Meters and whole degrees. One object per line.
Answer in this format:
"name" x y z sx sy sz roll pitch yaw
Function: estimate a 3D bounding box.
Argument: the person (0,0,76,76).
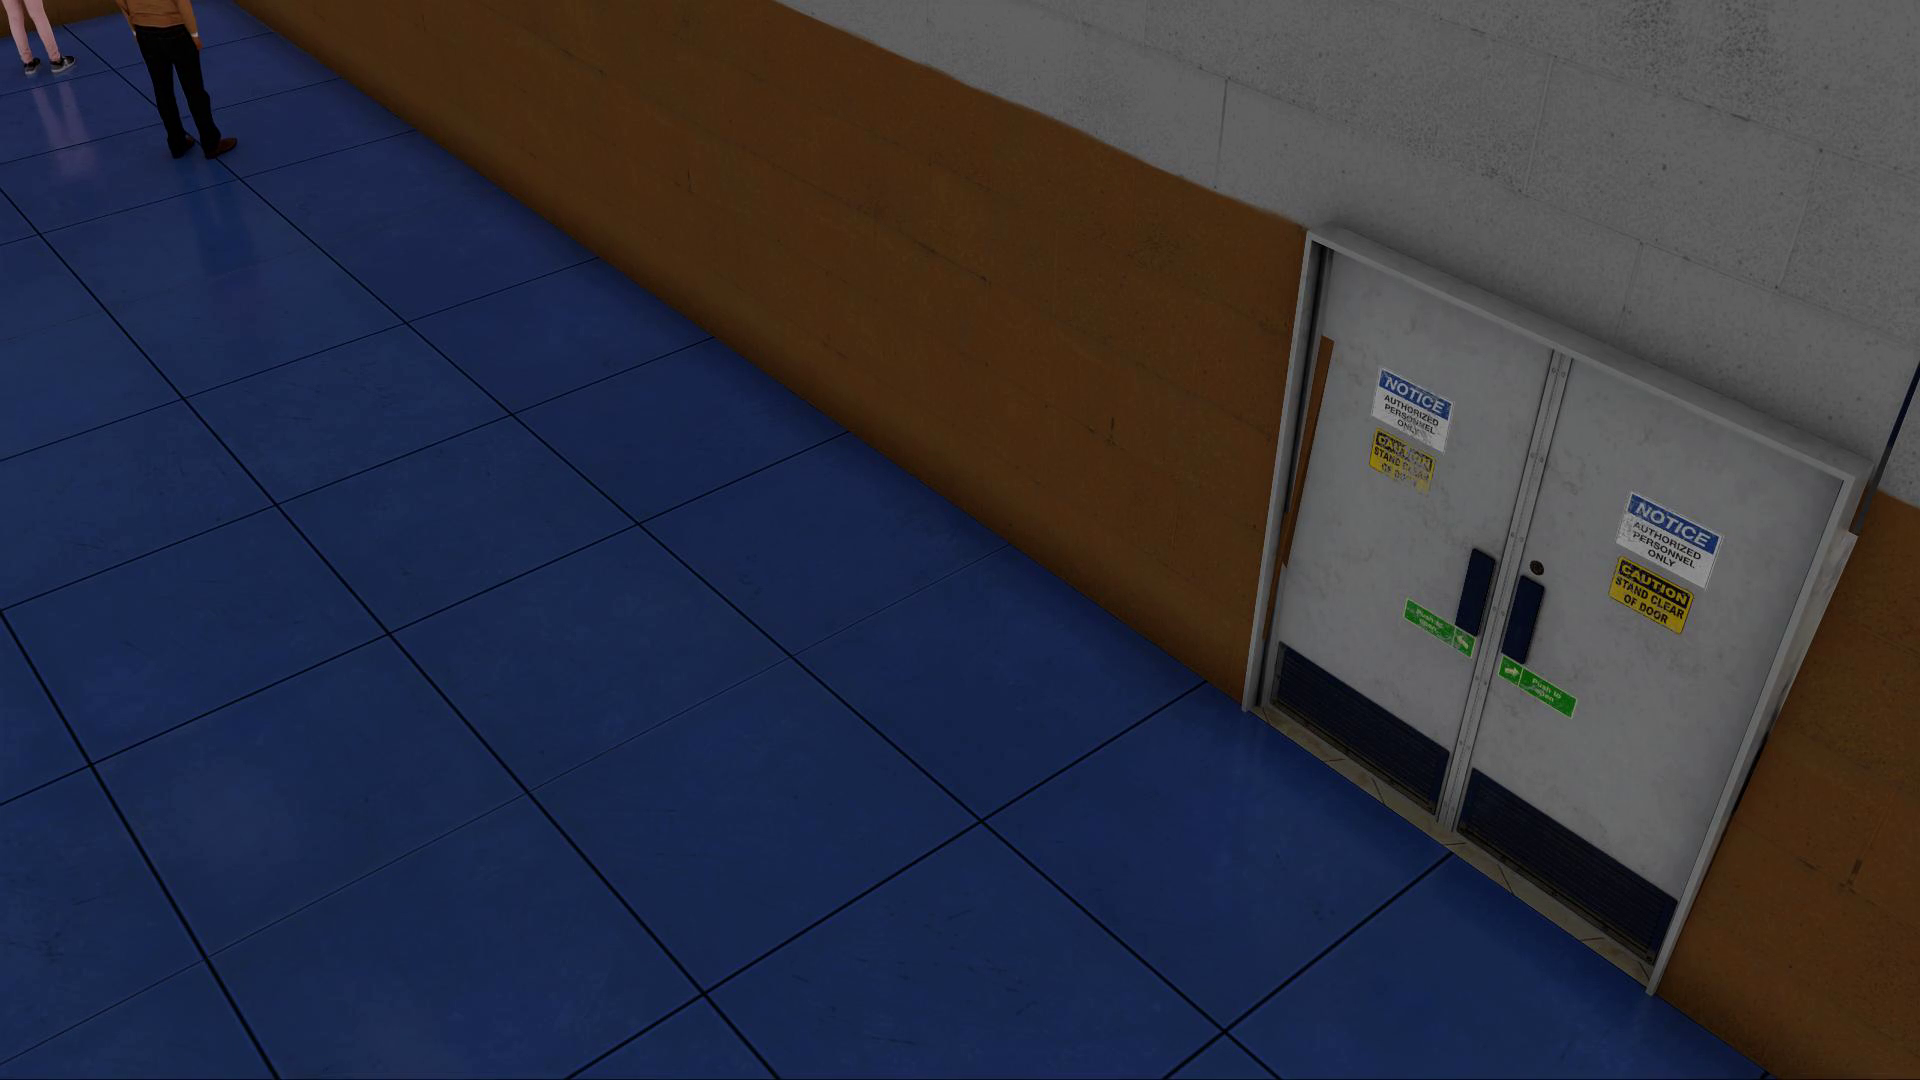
"person" -7.299 -4.378 12.802 0.601 1.566 0.676 -2 37 -3

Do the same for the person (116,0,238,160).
"person" -5.488 -3.490 11.462 0.755 1.754 0.812 4 37 5
